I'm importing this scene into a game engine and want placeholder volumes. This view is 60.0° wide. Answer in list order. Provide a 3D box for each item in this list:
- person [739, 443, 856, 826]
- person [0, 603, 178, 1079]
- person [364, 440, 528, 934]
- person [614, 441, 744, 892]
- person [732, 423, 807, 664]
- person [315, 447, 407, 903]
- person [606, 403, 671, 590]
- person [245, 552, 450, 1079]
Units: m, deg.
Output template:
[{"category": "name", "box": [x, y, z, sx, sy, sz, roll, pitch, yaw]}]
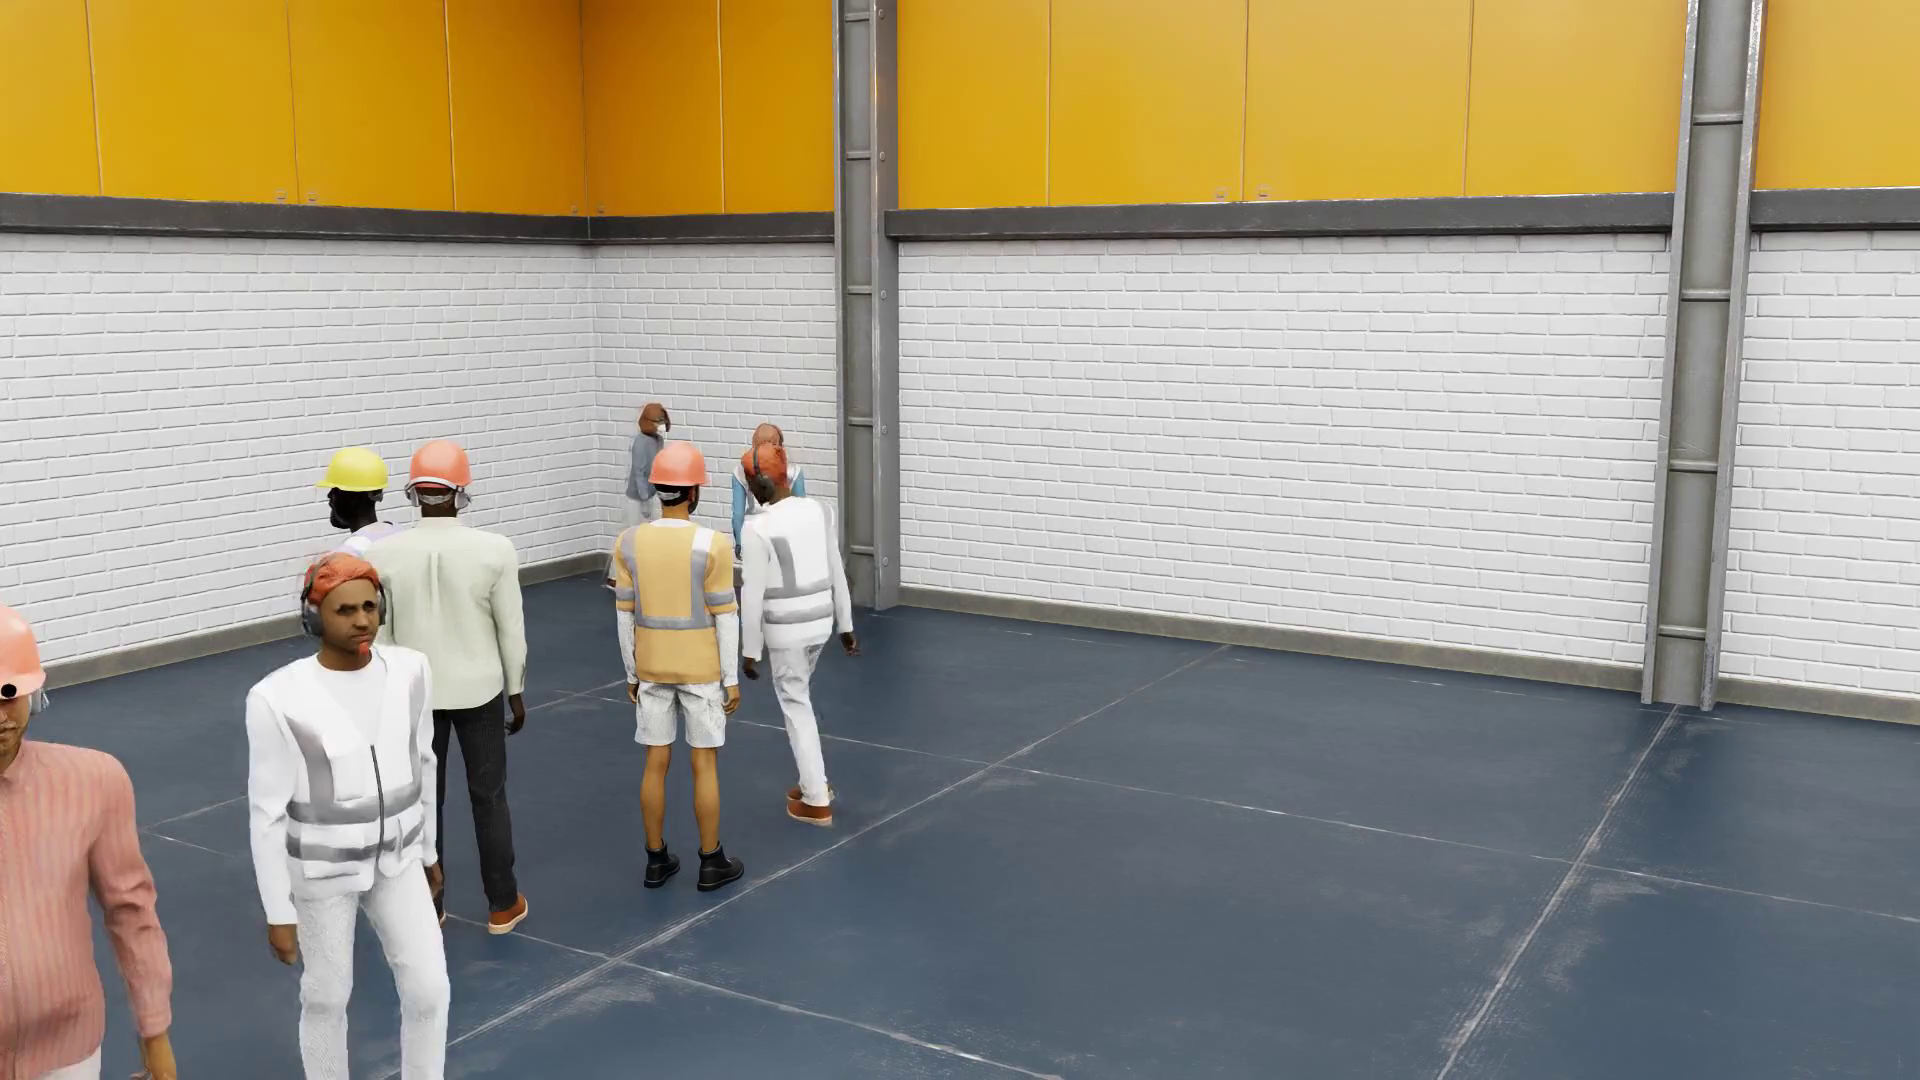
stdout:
[{"category": "person", "box": [-0.827, 0.454, 7.974, 0.556, 1.856, 0.639, 7, 12, 37]}, {"category": "person", "box": [-1.963, 1.106, 3.505, 0.675, 1.974, 0.643, 8, 12, 40]}, {"category": "person", "box": [-2.032, 0.599, 6.624, 0.613, 1.995, 0.390, -1, 9, -8]}, {"category": "person", "box": [-1.193, 0.546, 7.137, 0.545, 1.938, 0.362, 2, 9, 13]}, {"category": "person", "box": [-1.289, 0.028, 11.291, 0.514, 1.642, 0.310, -1, 9, -3]}, {"category": "person", "box": [-2.492, 0.567, 7.027, 0.363, 1.930, 0.587, 1, 9, 3]}, {"category": "person", "box": [-2.564, -0.336, 13.722, 0.857, 1.584, 0.527, 3, 10, 17]}, {"category": "person", "box": [-1.683, 0.968, 4.731, 0.749, 1.856, 0.604, 8, 12, 41]}]
